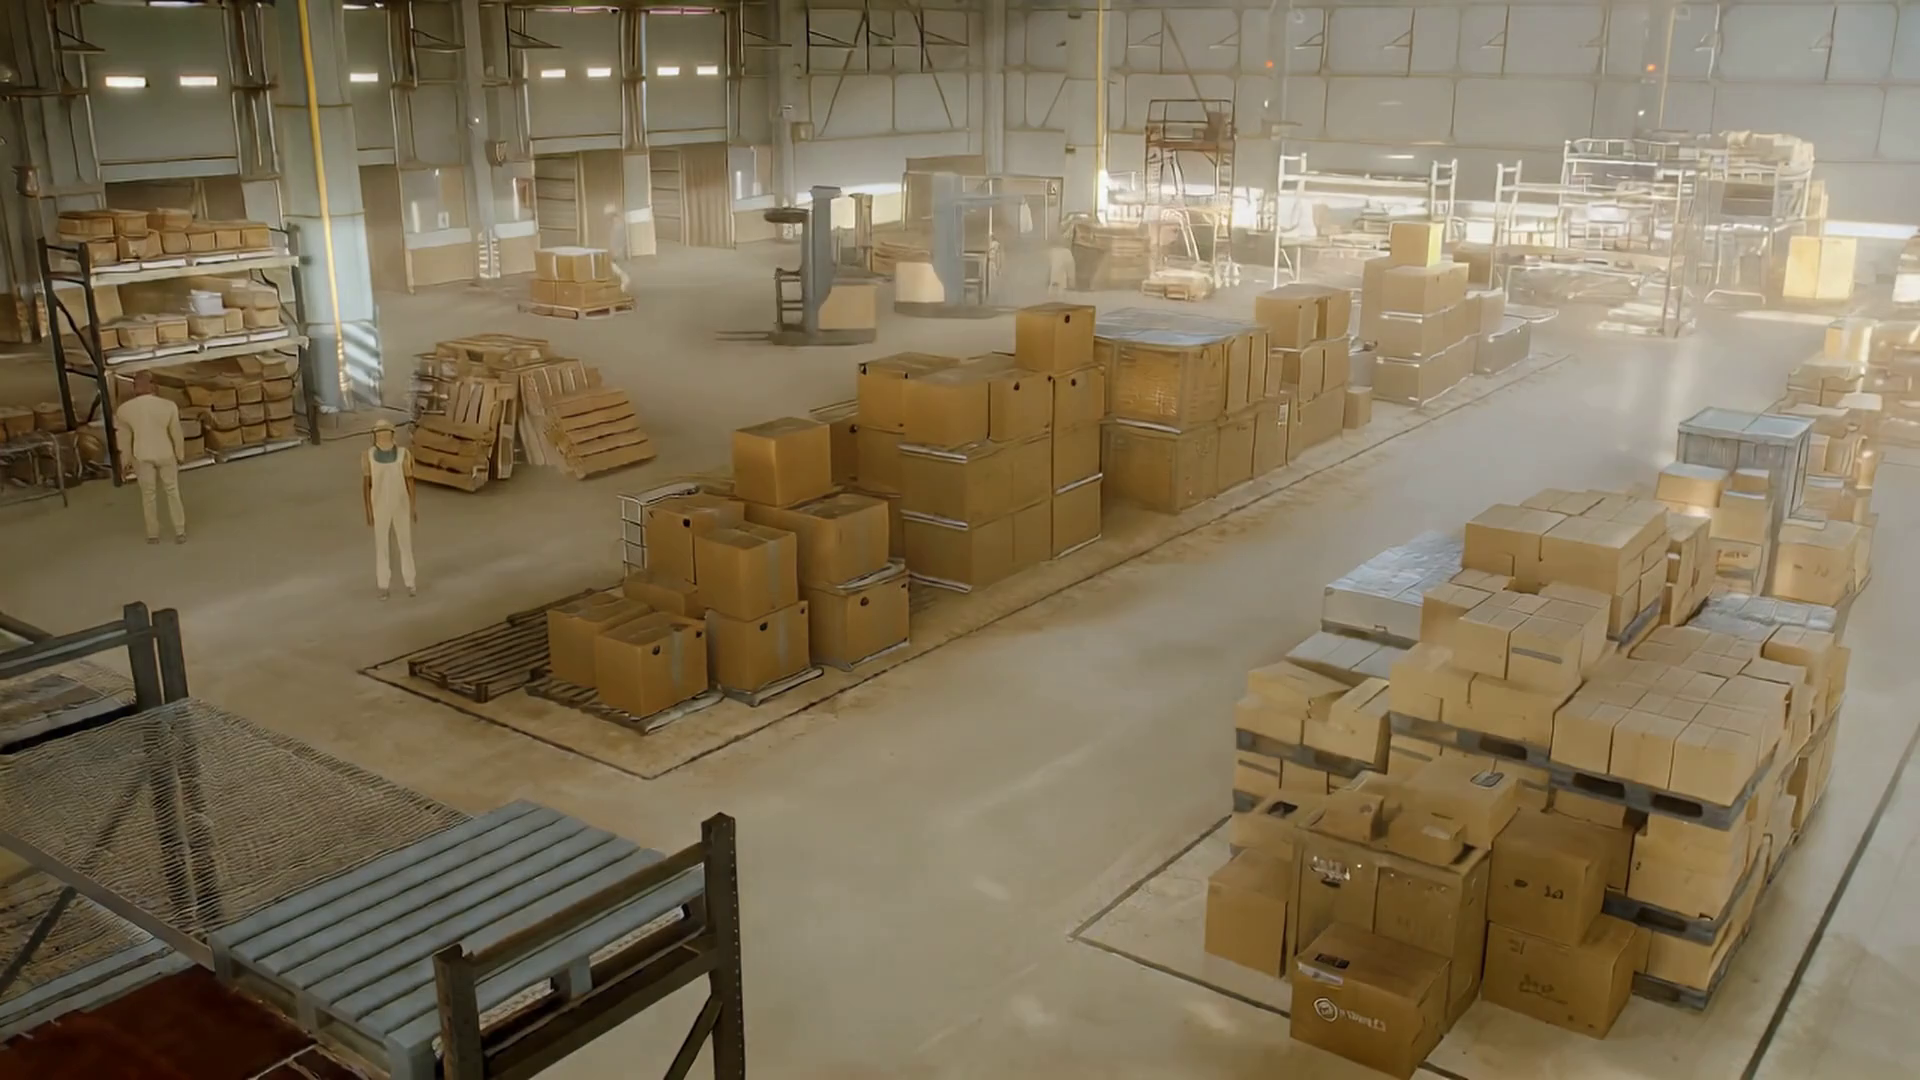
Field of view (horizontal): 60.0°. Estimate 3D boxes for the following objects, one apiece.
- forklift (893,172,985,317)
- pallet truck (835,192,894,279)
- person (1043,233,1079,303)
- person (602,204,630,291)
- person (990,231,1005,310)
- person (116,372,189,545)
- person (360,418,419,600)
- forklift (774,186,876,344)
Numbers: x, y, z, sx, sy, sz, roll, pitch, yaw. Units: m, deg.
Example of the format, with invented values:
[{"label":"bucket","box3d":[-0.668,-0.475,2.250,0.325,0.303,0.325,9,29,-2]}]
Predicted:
[{"label":"forklift","box3d":[-0.359,-5.968,33.535,1.873,2.768,1.129,3,17,9]},{"label":"pallet truck","box3d":[-1.936,-7.159,38.982,1.885,1.965,0.823,-12,21,-34]},{"label":"person","box3d":[1.954,-4.894,31.698,1.036,1.874,0.615,-10,20,-31]},{"label":"person","box3d":[-7.632,-6.468,36.833,0.495,1.924,0.557,-10,20,-30]},{"label":"person","box3d":[0.786,-5.615,34.532,0.326,1.611,0.625,6,18,18]},{"label":"person","box3d":[-8.897,-0.901,18.361,0.631,1.940,0.372,-8,19,-26]},{"label":"person","box3d":[-5.674,-0.317,16.588,0.506,1.846,0.346,-6,18,-20]},{"label":"forklift","box3d":[-2.491,-5.063,30.538,1.873,2.768,1.129,-1,17,-3]}]
